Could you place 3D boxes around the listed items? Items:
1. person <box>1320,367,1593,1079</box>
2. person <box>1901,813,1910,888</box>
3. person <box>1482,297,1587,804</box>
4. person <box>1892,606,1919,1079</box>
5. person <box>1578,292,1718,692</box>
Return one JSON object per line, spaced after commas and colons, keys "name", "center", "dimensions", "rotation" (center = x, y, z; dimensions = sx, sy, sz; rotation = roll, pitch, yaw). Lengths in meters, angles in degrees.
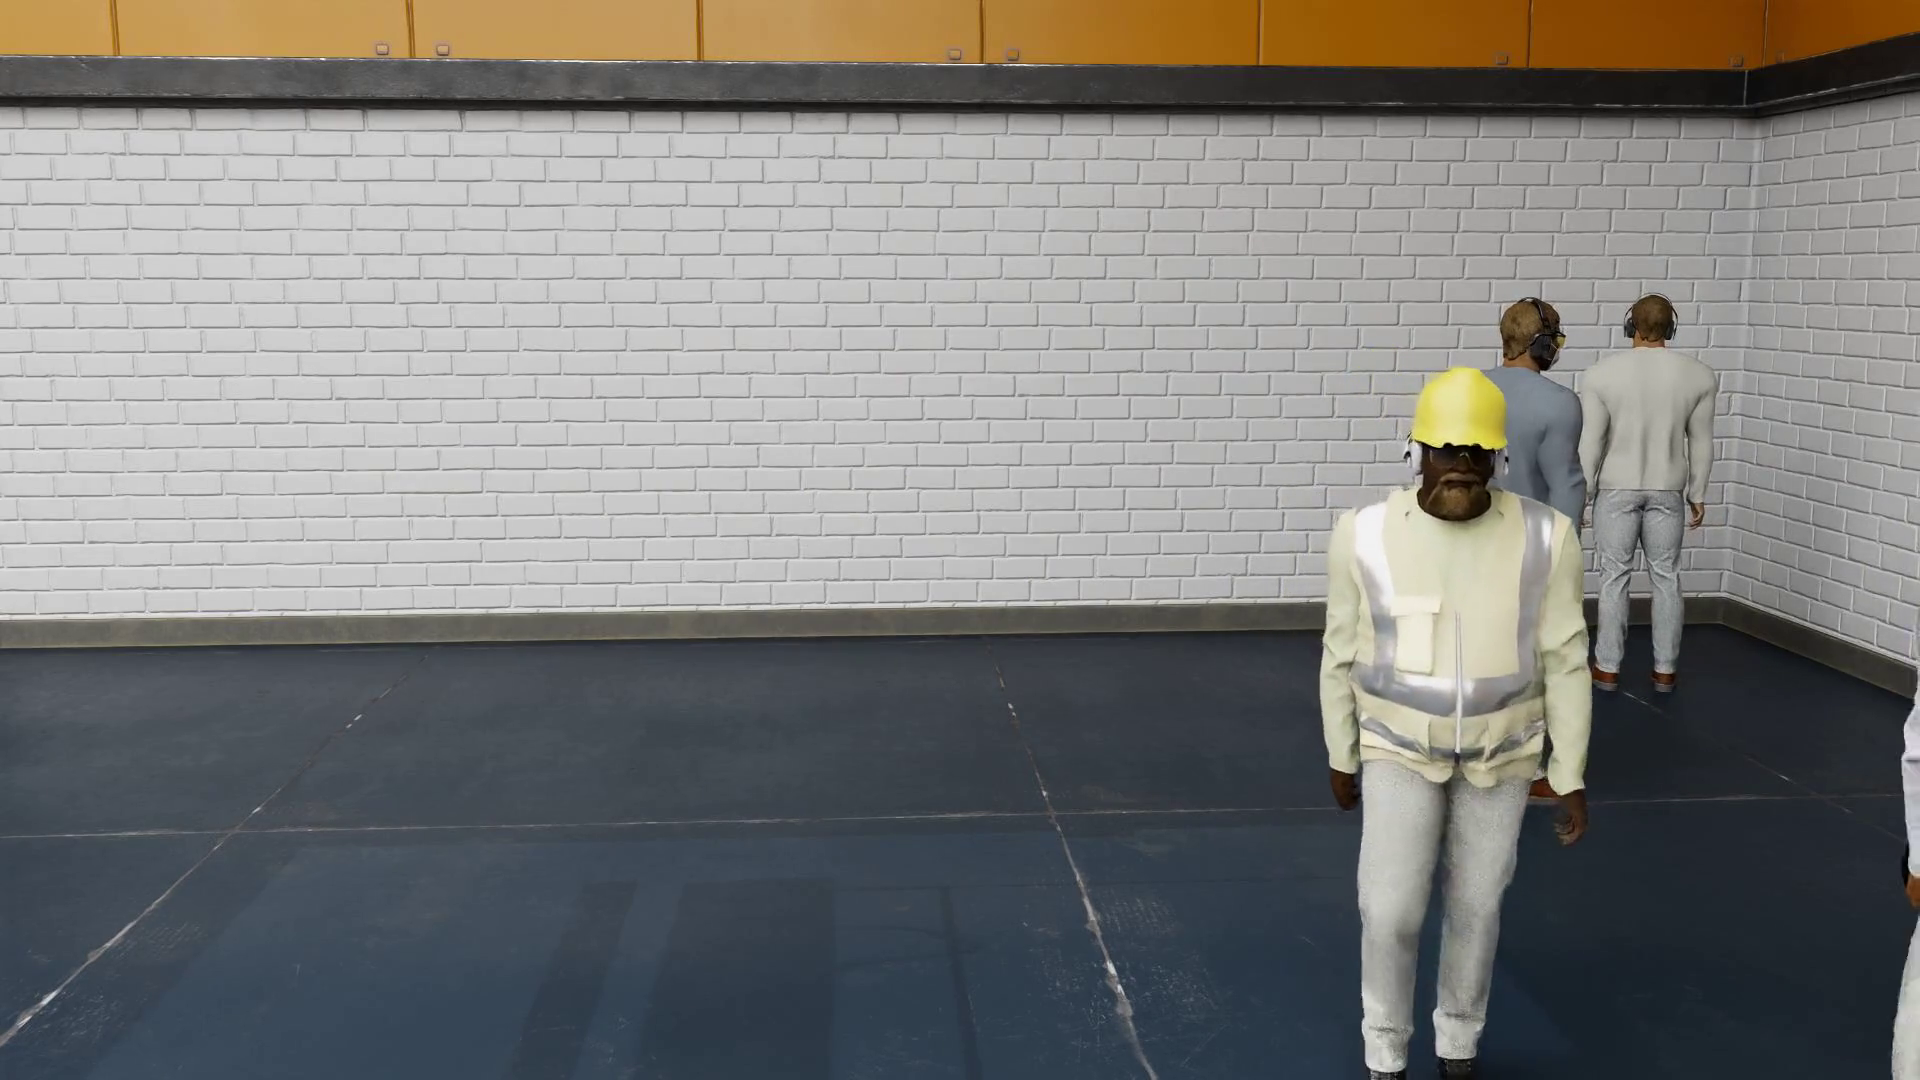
{"name": "person", "center": [1.151, 0.509, 3.889], "dimensions": [0.604, 1.812, 0.570], "rotation": [2, 9, 10]}
{"name": "person", "center": [2.282, 0.613, 3.377], "dimensions": [0.635, 1.766, 0.991], "rotation": [2, 9, 10]}
{"name": "person", "center": [2.140, 0.042, 6.410], "dimensions": [0.362, 1.939, 0.636], "rotation": [-5, 10, -27]}
{"name": "person", "center": [2.158, 0.641, 3.249], "dimensions": [0.870, 1.771, 0.620], "rotation": [-6, 11, -34]}
{"name": "person", "center": [3.309, -0.224, 8.081], "dimensions": [0.635, 1.937, 0.355], "rotation": [1, 9, 9]}
